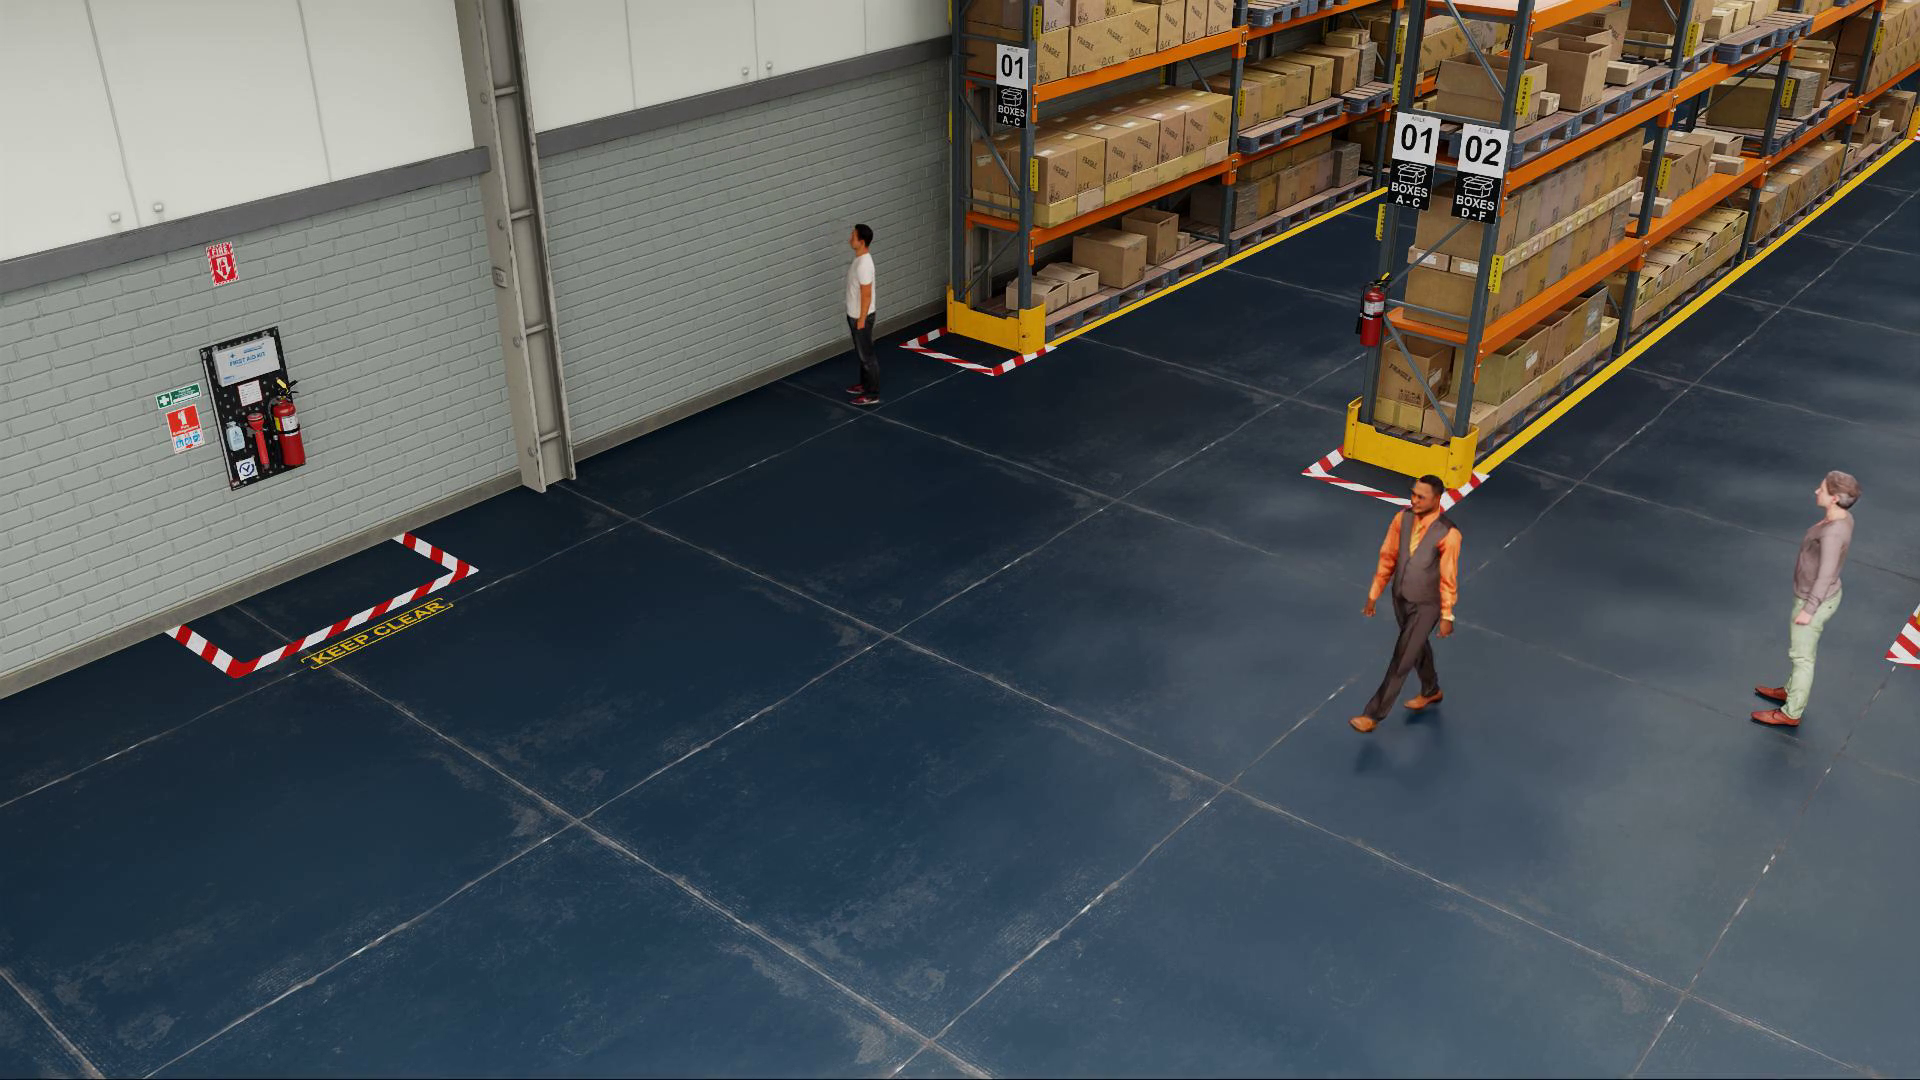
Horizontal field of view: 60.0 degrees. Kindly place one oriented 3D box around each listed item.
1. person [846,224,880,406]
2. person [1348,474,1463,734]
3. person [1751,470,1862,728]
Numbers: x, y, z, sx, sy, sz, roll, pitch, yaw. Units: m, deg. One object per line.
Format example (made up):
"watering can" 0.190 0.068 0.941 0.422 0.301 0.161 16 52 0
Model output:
"person" -0.954 -2.231 16.342 0.748 1.805 0.711 -5 28 -9
"person" 3.180 0.411 11.318 1.305 1.863 0.981 -16 32 -28
"person" 5.815 0.400 11.329 0.792 1.872 0.595 14 31 25
